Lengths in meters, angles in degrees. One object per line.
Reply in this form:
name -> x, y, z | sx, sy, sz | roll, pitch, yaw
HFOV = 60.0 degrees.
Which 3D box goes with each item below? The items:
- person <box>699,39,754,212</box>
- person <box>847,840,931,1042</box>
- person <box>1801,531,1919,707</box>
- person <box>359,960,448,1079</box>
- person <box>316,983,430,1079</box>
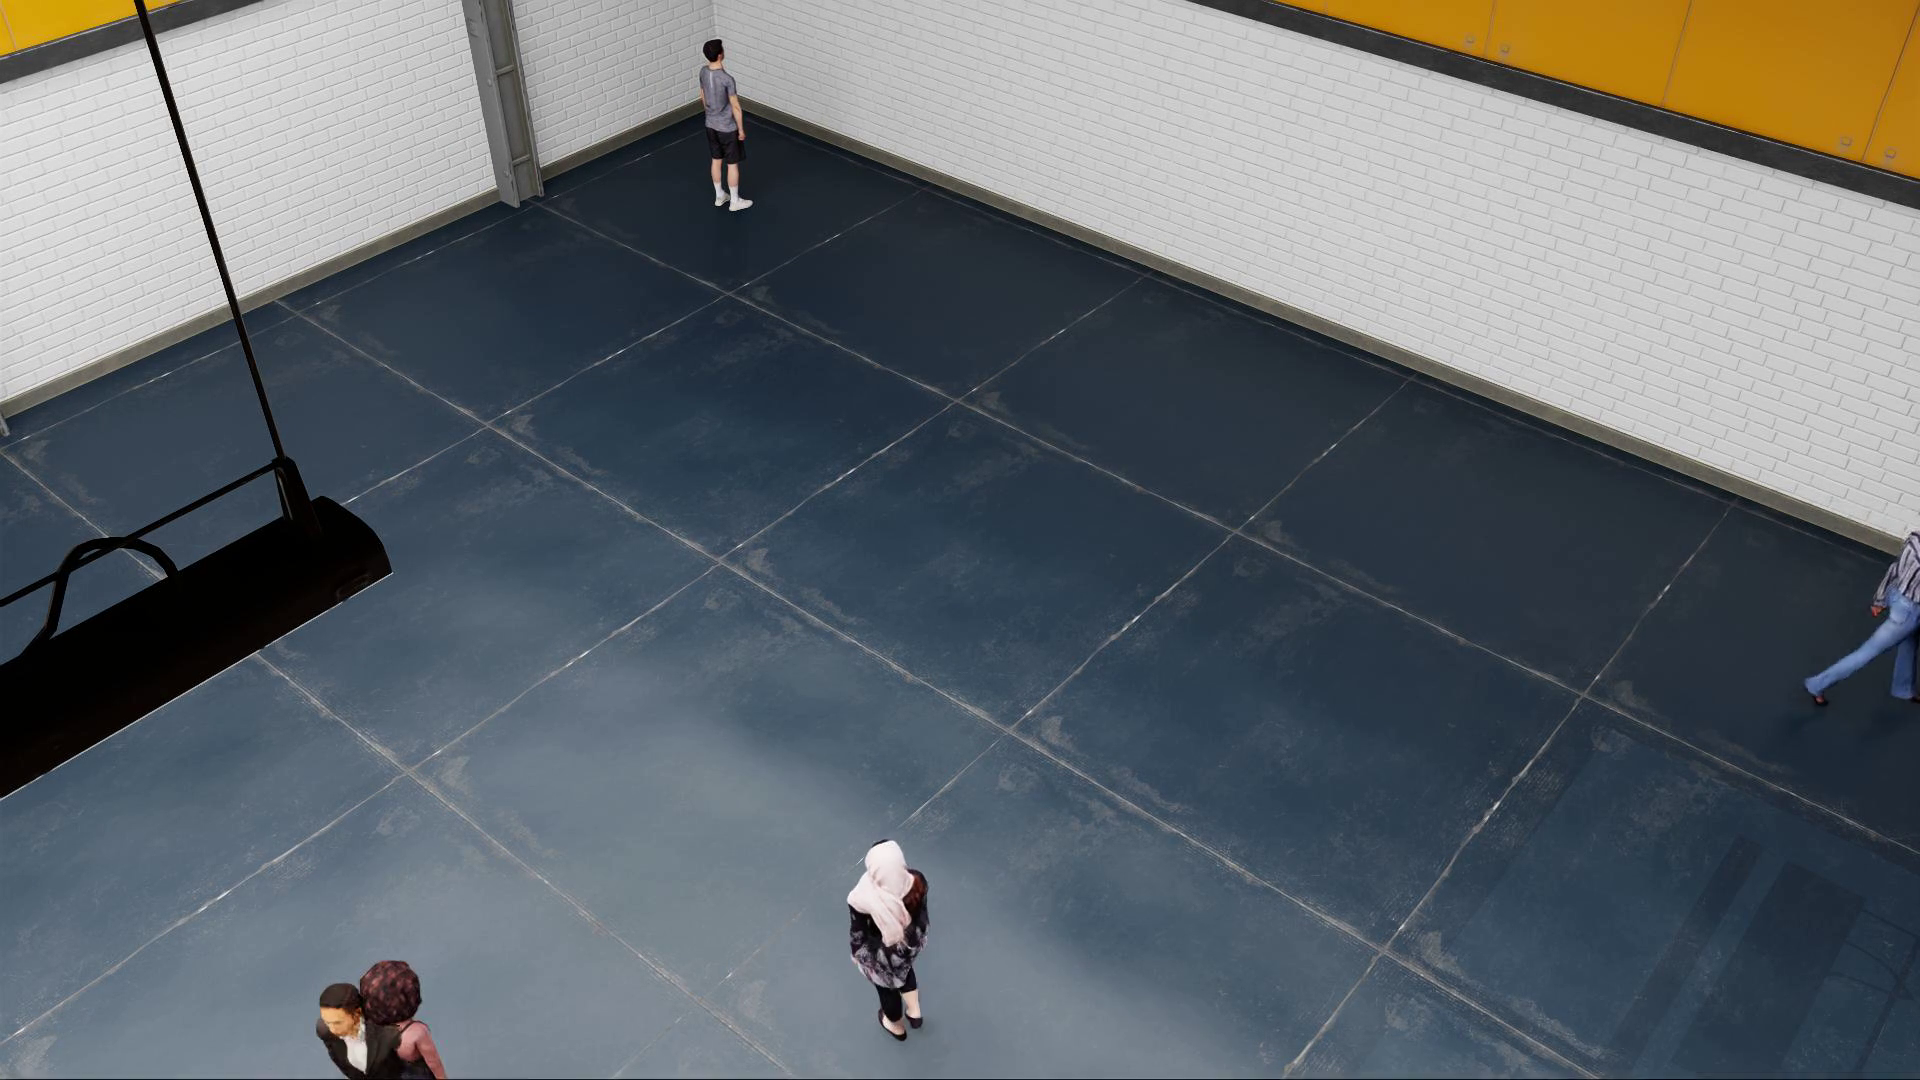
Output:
person -> -2.526, -4.395, 17.609 | 0.661, 1.866, 0.548 | 26, 45, 28
person -> -0.352, 2.330, 9.379 | 0.664, 1.628, 0.749 | -25, 45, -28
person -> 6.430, 0.545, 11.523 | 1.088, 1.743, 1.187 | 5, 39, 6
person -> -2.855, 2.870, 8.591 | 0.728, 1.767, 0.819 | 6, 39, 8
person -> -2.946, 2.762, 8.725 | 0.968, 1.768, 1.056 | 1, 39, 2
